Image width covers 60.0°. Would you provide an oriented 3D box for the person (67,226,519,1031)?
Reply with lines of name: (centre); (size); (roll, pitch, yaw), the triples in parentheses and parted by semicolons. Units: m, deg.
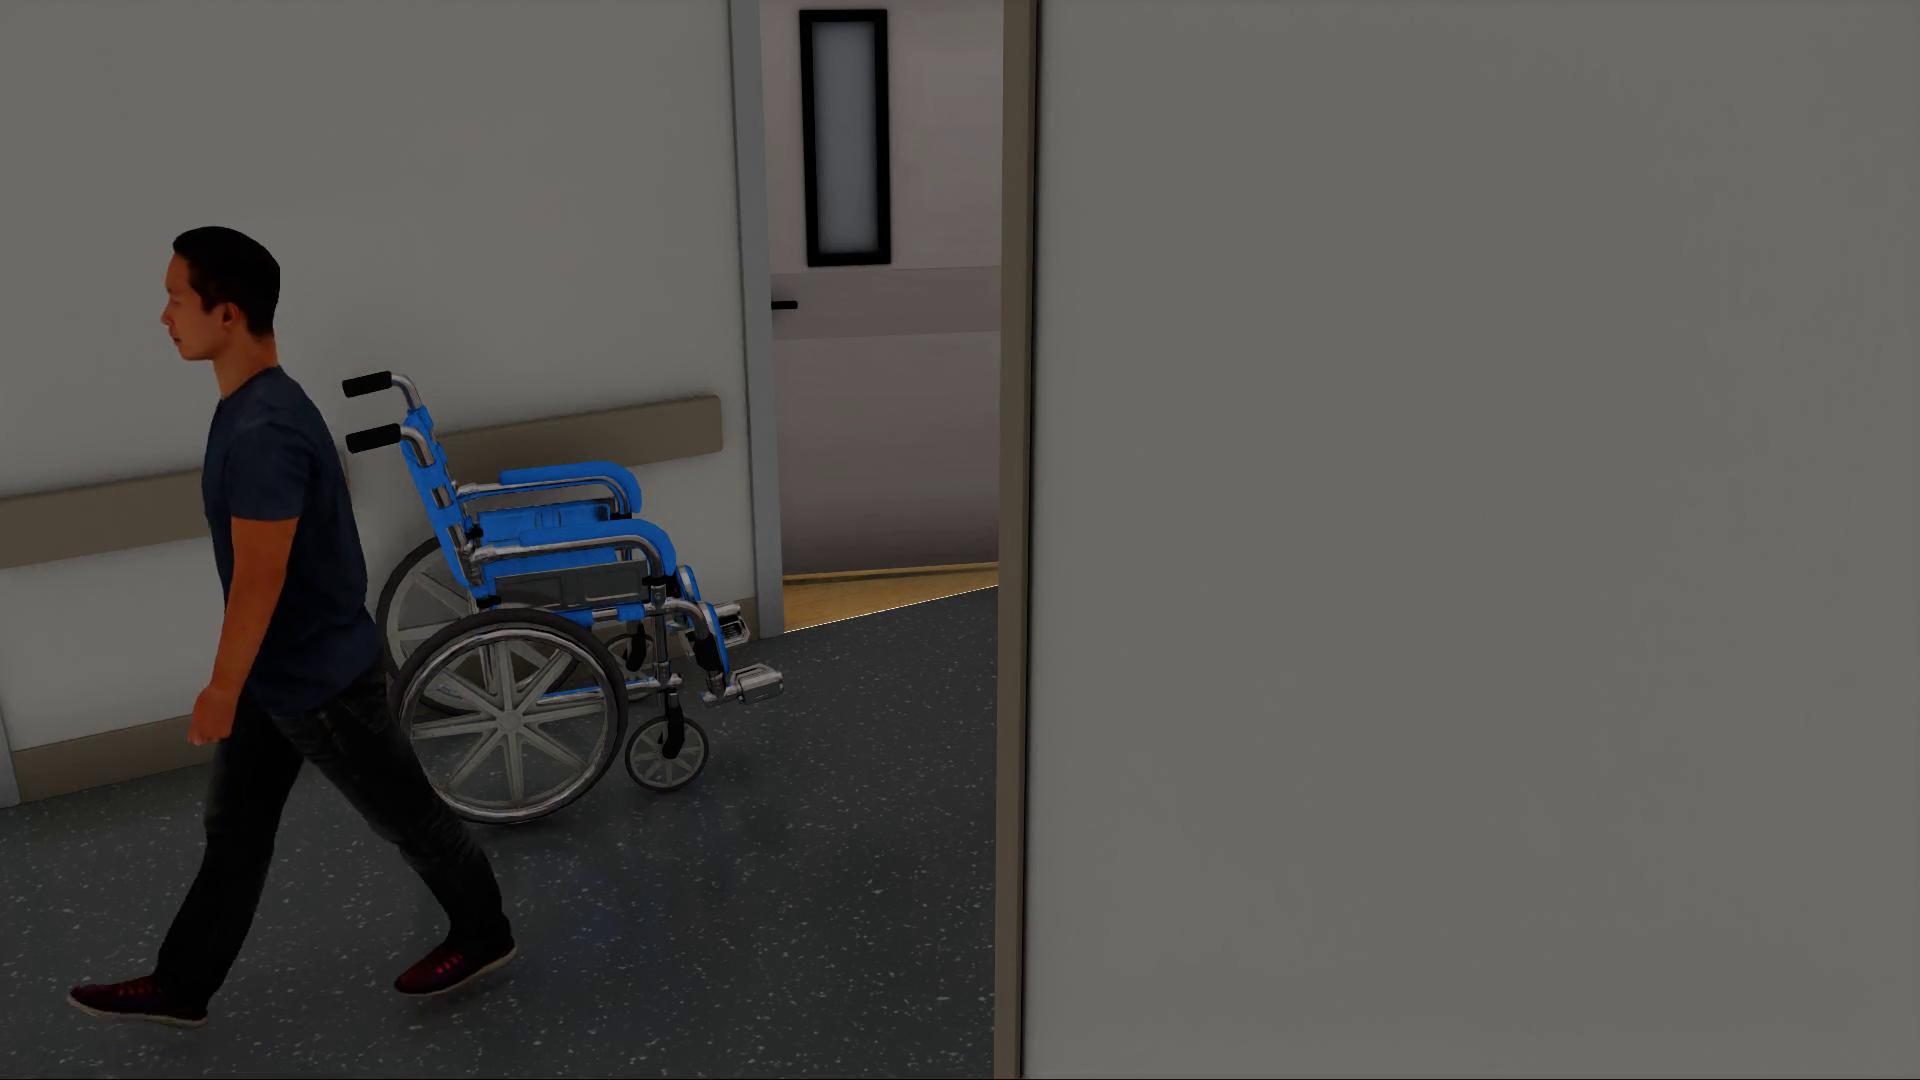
person: (-1.283, 0.255, 3.536); (1.143, 1.760, 0.669); (-13, 24, -30)
